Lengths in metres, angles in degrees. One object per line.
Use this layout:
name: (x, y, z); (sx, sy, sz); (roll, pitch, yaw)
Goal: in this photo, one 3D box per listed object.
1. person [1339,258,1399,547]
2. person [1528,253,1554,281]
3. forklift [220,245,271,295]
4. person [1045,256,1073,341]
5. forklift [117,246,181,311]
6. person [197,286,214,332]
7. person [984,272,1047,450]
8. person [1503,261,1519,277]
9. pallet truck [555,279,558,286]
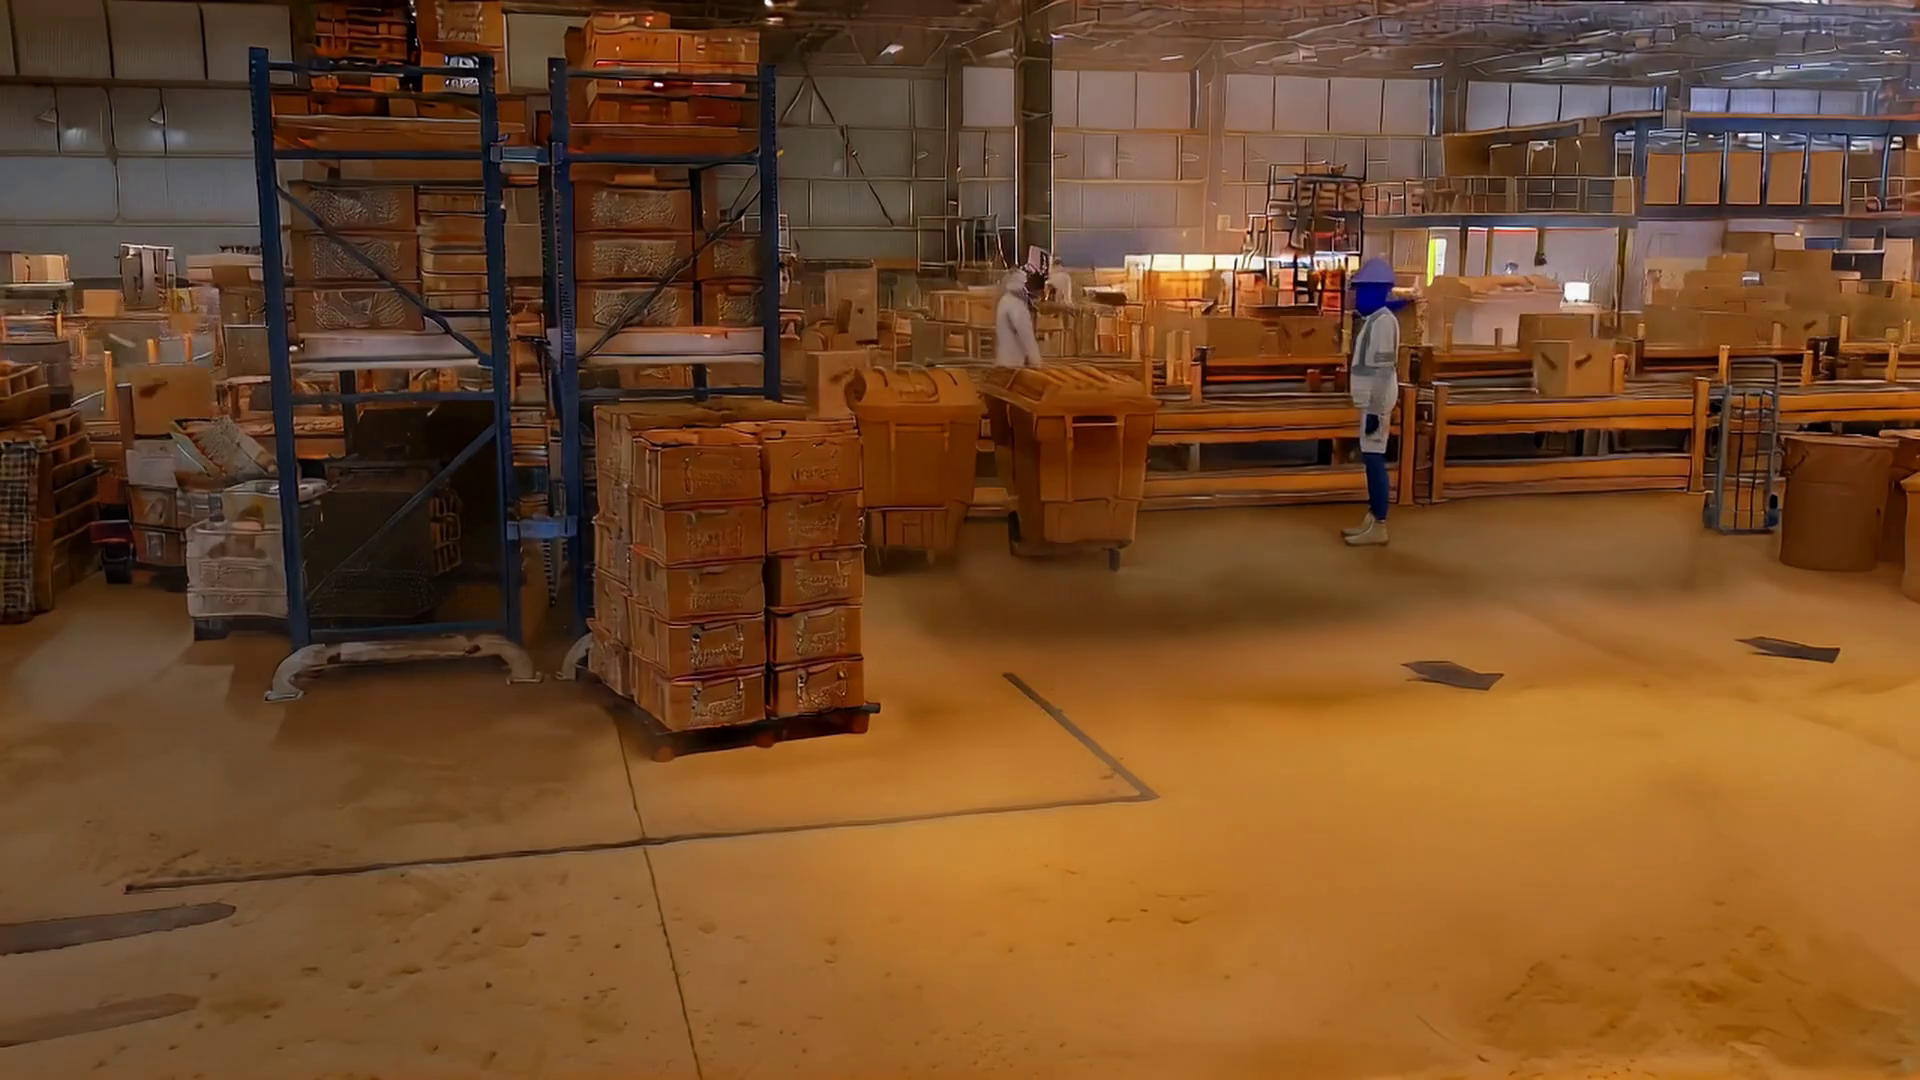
person: (2.907, -0.972, 11.826); (0.378, 2.042, 0.615); (2, 10, 9)
person: (13.325, -5.606, 38.311); (0.611, 1.947, 0.978); (0, 10, 2)
forklift: (-17.749, -6.334, 41.440); (1.157, 1.987, 2.680); (-3, 10, -17)
person: (2.007, -4.822, 33.965); (0.586, 1.921, 0.473); (-2, 10, -12)
forklift: (-19.966, -6.232, 40.894); (1.157, 1.987, 2.680); (-3, 10, -15)
person: (-15.707, -4.875, 34.758); (0.535, 1.748, 0.537); (10, 14, 44)
person: (0.636, -1.863, 17.390); (0.953, 1.847, 0.663); (0, 10, -2)
person: (11.698, -5.002, 35.283); (0.595, 1.824, 0.404); (6, 12, 30)
pallet truck: (-10.604, -6.375, 44.520); (0.653, 1.274, 1.630); (-3, 10, -15)
